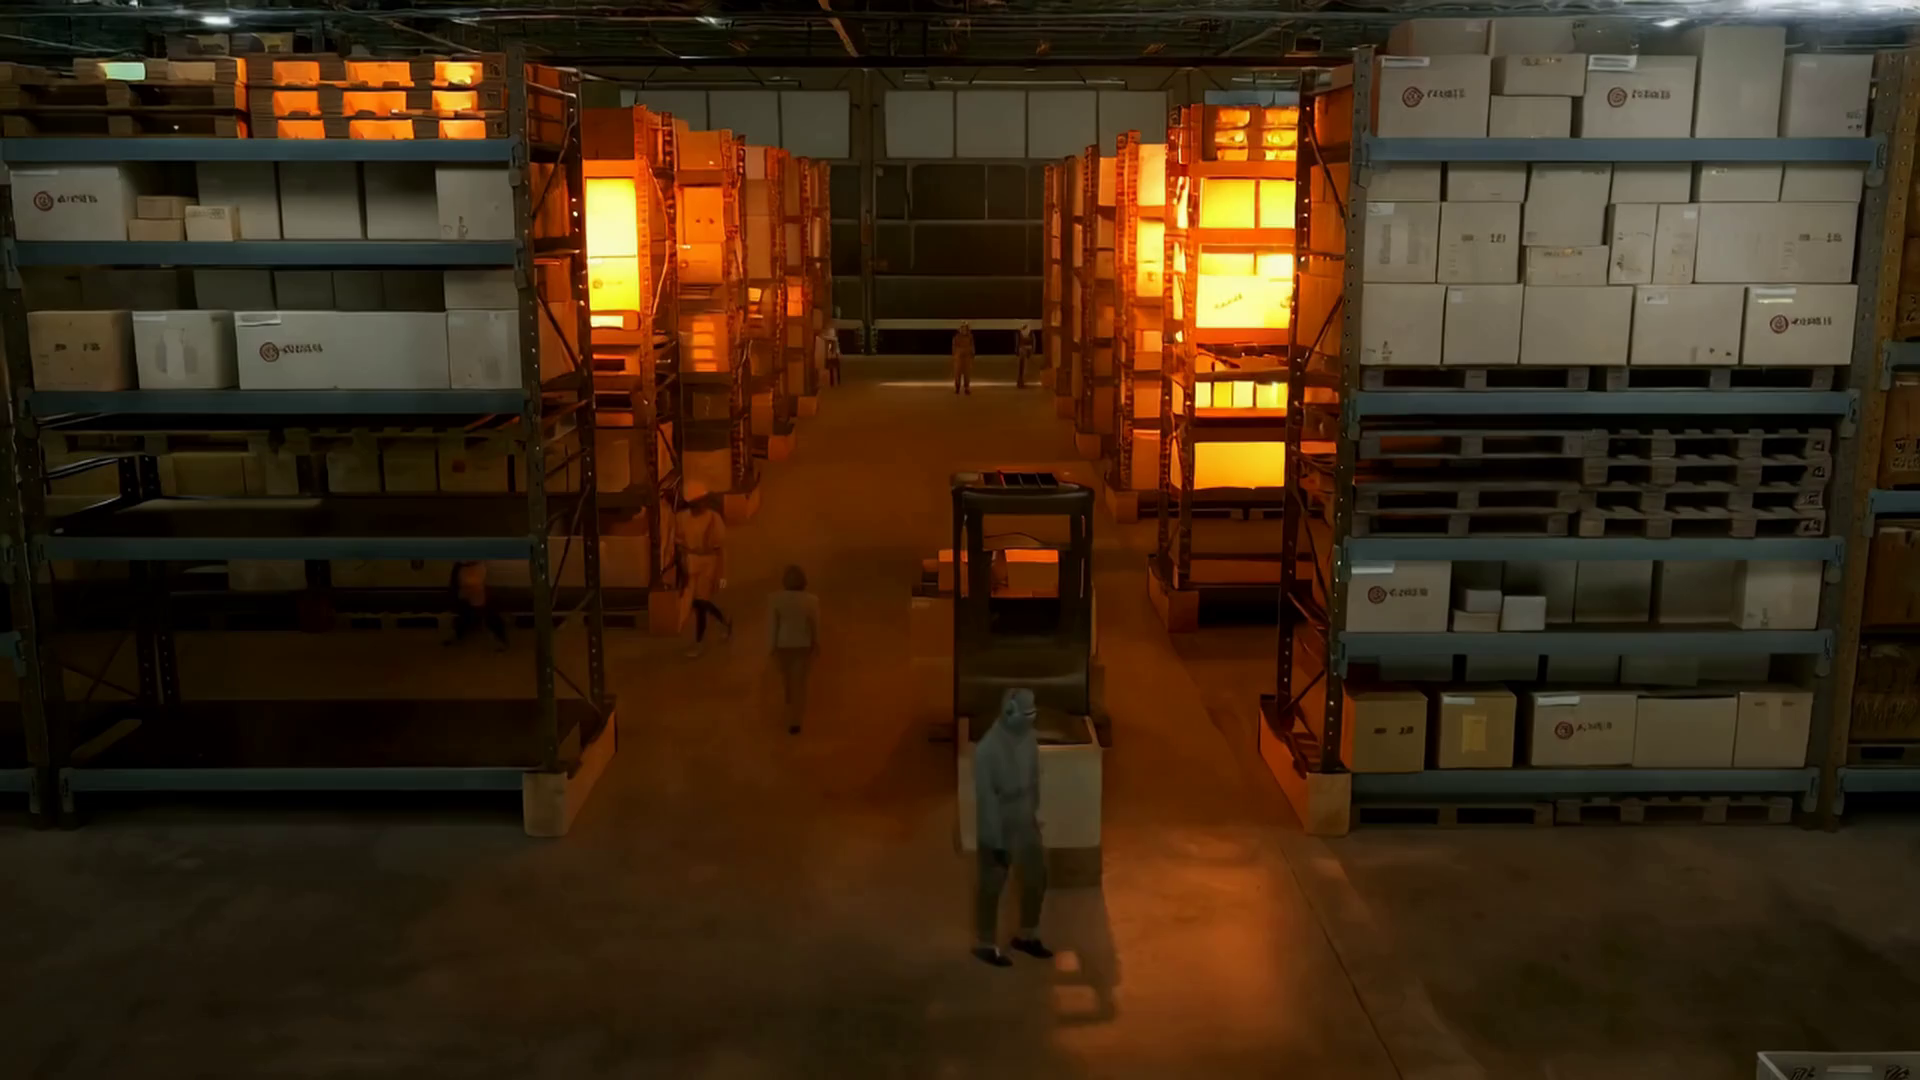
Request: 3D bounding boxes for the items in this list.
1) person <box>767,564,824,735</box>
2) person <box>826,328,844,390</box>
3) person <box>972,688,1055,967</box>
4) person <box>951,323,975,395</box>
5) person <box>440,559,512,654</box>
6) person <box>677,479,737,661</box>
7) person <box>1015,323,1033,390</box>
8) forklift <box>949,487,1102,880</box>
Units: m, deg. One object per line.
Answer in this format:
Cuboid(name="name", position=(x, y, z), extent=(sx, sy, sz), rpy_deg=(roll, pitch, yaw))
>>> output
Cuboid(name="person", position=(-1.561, 1.011, 15.898), extent=(0.521, 1.587, 0.841), rpy_deg=(2, 12, 7))
Cuboid(name="person", position=(-3.391, -4.874, 44.836), extent=(0.537, 1.681, 0.408), rpy_deg=(11, 16, 43))
Cuboid(name="person", position=(0.362, 1.887, 10.843), extent=(0.629, 1.887, 0.666), rpy_deg=(8, 14, 36))
Cuboid(name="person", position=(0.088, -4.750, 43.685), extent=(0.638, 1.902, 0.406), rpy_deg=(-1, 11, -4))
Cuboid(name="person", position=(-5.398, 0.457, 18.498), extent=(0.861, 1.653, 0.533), rpy_deg=(1, 11, 2))
Cuboid(name="person", position=(-2.808, 0.284, 18.465), extent=(0.599, 2.012, 0.879), rpy_deg=(8, 14, 35))
Cuboid(name="person", position=(1.709, -4.973, 44.995), extent=(0.615, 1.820, 0.519), rpy_deg=(-10, 15, -39))
Cuboid(name="forklift", position=(0.495, 0.986, 12.813), extent=(1.129, 2.768, 1.873), rpy_deg=(0, 11, -2))
